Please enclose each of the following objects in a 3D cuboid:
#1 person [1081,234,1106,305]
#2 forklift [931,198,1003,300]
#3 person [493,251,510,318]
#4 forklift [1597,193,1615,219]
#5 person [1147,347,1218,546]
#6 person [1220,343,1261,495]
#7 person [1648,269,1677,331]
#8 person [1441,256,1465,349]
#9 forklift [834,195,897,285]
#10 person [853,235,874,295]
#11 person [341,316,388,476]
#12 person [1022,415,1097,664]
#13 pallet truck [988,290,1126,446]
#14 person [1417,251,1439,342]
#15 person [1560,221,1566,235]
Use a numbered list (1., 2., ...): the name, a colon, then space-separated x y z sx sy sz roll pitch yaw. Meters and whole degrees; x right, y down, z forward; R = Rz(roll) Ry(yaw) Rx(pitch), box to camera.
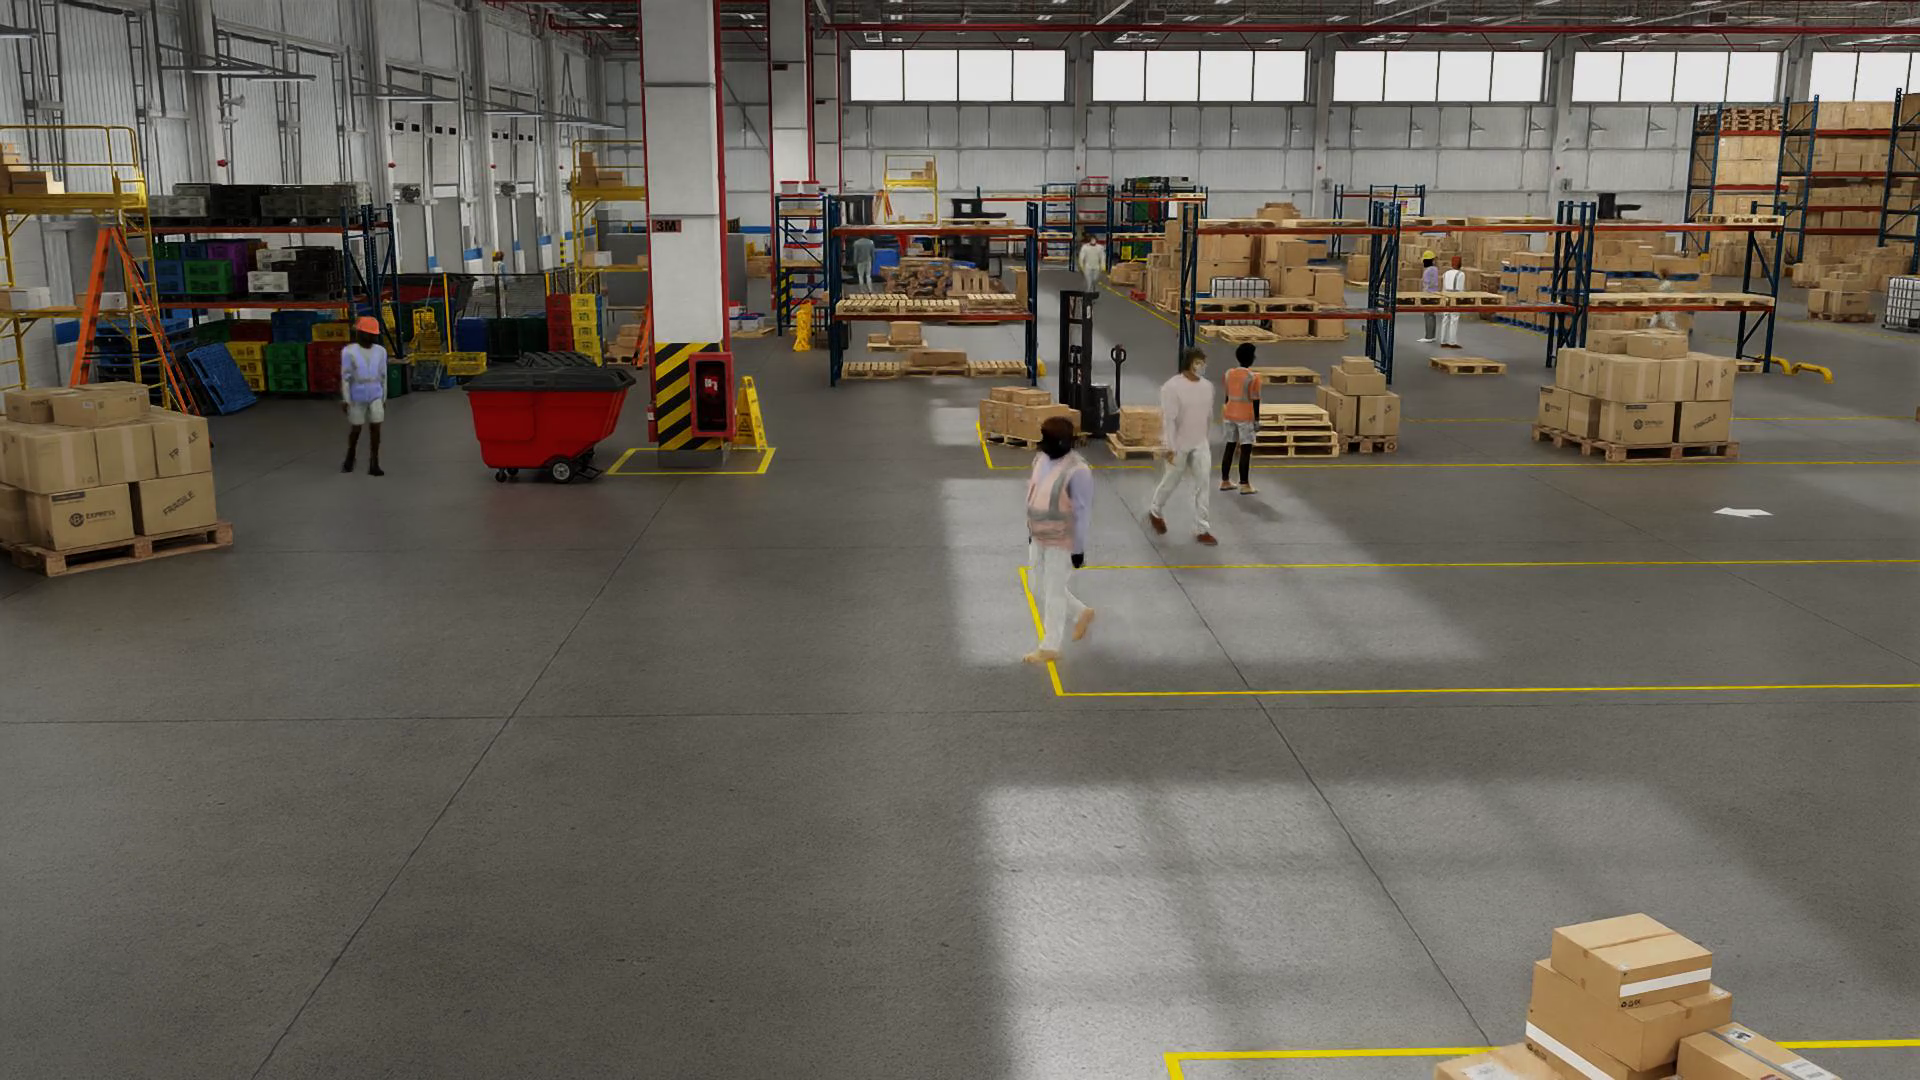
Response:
1. person: 3.615 -7.318 45.006 0.651 1.883 1.002 -2 13 -8
2. forklift: 0.184 -8.091 46.251 1.873 2.768 1.129 -11 17 -41
3. person: -11.294 -6.263 40.847 0.313 1.634 0.514 -11 16 -40
4. forklift: 22.401 -10.677 57.928 1.873 2.768 1.129 1 13 4
5. person: 2.177 -0.934 16.156 0.633 1.913 0.939 -6 14 -26
6. person: 3.147 -1.357 18.568 0.321 1.689 0.532 -9 16 -36
7. person: 14.434 -4.747 34.071 0.850 1.600 0.519 2 13 11
8. person: 9.997 -4.811 33.715 0.343 1.881 0.579 -6 14 -25
9. forklift: -3.065 -9.584 52.991 1.873 2.768 1.129 -7 14 -28
10. person: -2.782 -8.009 48.071 0.651 1.923 0.402 -6 14 -26
11. person: -7.030 -1.697 19.612 0.577 1.907 0.672 -11 16 -40
12. person: 0.739 -0.013 12.173 0.608 1.830 0.640 -6 14 -27
13. pallet truck: 1.257 -2.299 22.111 1.885 1.965 0.823 -9 15 -35
14. person: 9.883 -5.137 35.119 0.407 1.918 0.584 8 15 31
15. person: 19.975 -9.594 55.203 0.556 1.935 0.377 -10 16 -39
